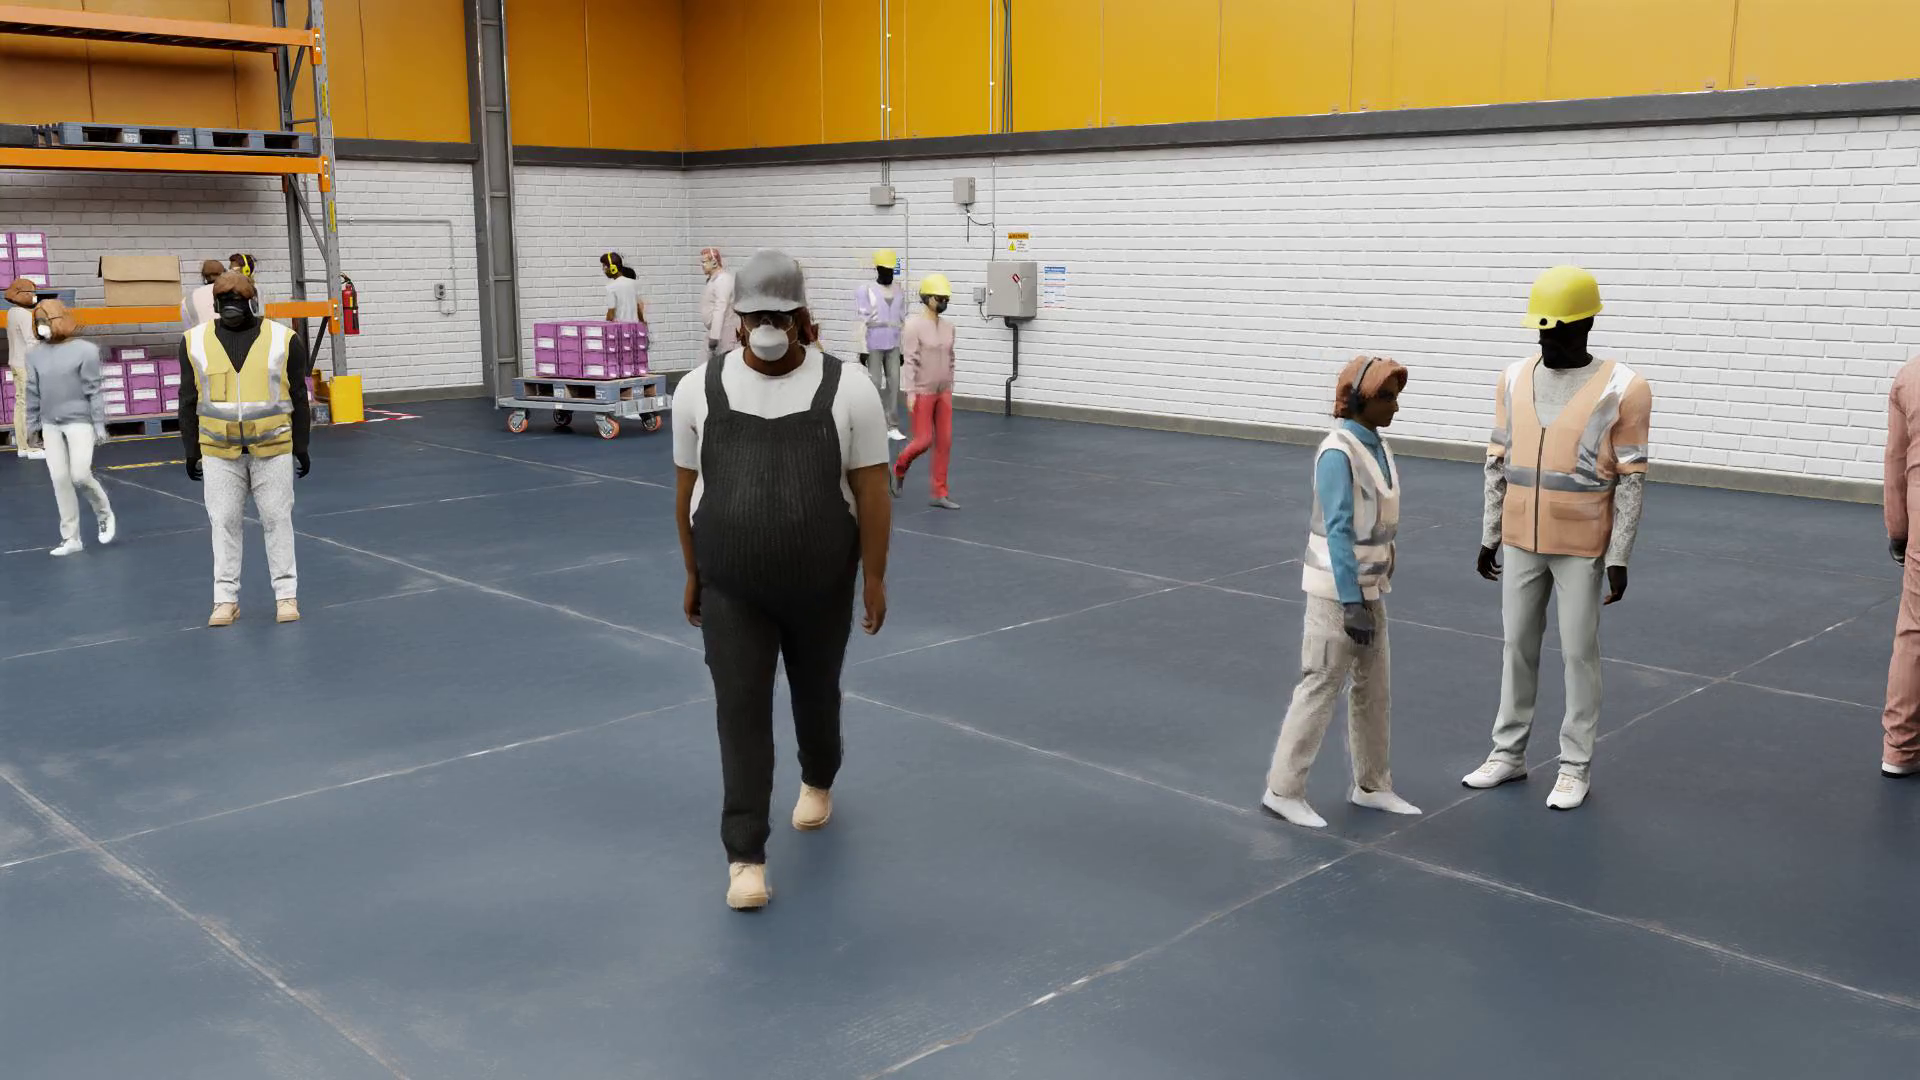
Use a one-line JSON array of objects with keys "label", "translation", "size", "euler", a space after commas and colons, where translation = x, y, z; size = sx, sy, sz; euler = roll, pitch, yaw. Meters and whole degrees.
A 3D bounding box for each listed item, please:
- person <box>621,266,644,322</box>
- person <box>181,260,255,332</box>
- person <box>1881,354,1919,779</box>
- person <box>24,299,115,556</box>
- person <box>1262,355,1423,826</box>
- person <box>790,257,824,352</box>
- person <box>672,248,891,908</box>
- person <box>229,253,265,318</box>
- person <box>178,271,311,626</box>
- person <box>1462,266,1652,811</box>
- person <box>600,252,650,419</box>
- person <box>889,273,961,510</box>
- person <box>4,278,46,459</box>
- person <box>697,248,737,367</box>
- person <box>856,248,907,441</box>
[{"label": "person", "translation": [-3.781, -2.325, 19.244], "size": [0.751, 1.669, 0.534], "euler": [2, 11, 9]}, {"label": "person", "translation": [-6.416, -1.546, 14.616], "size": [0.698, 1.805, 0.633], "euler": [-1, 10, -6]}, {"label": "person", "translation": [3.679, -0.020, 6.021], "size": [0.402, 1.906, 0.652], "euler": [-4, 11, -22]}, {"label": "person", "translation": [-5.675, -0.716, 10.570], "size": [0.529, 1.621, 0.371], "euler": [1, 10, 8]}, {"label": "person", "translation": [1.341, 0.186, 5.724], "size": [0.534, 1.635, 0.518], "euler": [7, 12, 32]}, {"label": "person", "translation": [-1.760, -2.065, 17.479], "size": [0.987, 1.788, 0.517], "euler": [9, 14, 40]}, {"label": "person", "translation": [-0.569, 0.037, 5.341], "size": [0.690, 2.000, 1.002], "euler": [-1, 10, -3]}, {"label": "person", "translation": [-6.973, -1.900, 16.434], "size": [0.630, 1.854, 0.514], "euler": [-10, 14, -43]}, {"label": "person", "translation": [-3.712, -0.470, 8.658], "size": [0.634, 1.839, 0.429], "euler": [-3, 11, -17]}, {"label": "person", "translation": [2.109, -0.004, 5.906], "size": [0.382, 1.917, 0.585], "euler": [-9, 14, -42]}, {"label": "person", "translation": [-3.749, -2.237, 18.302], "size": [0.640, 1.838, 0.575], "euler": [5, 12, 26]}, {"label": "person", "translation": [-0.261, -1.098, 12.320], "size": [0.535, 1.749, 0.529], "euler": [-10, 15, -44]}, {"label": "person", "translation": [-8.486, -1.555, 15.135], "size": [0.501, 1.631, 0.285], "euler": [10, 14, 43]}, {"label": "person", "translation": [-2.801, -2.331, 18.703], "size": [0.791, 1.870, 0.659], "euler": [-3, 11, -18]}, {"label": "person", "translation": [-0.801, -1.948, 16.531], "size": [0.588, 1.905, 0.640], "euler": [-8, 13, -37]}]
